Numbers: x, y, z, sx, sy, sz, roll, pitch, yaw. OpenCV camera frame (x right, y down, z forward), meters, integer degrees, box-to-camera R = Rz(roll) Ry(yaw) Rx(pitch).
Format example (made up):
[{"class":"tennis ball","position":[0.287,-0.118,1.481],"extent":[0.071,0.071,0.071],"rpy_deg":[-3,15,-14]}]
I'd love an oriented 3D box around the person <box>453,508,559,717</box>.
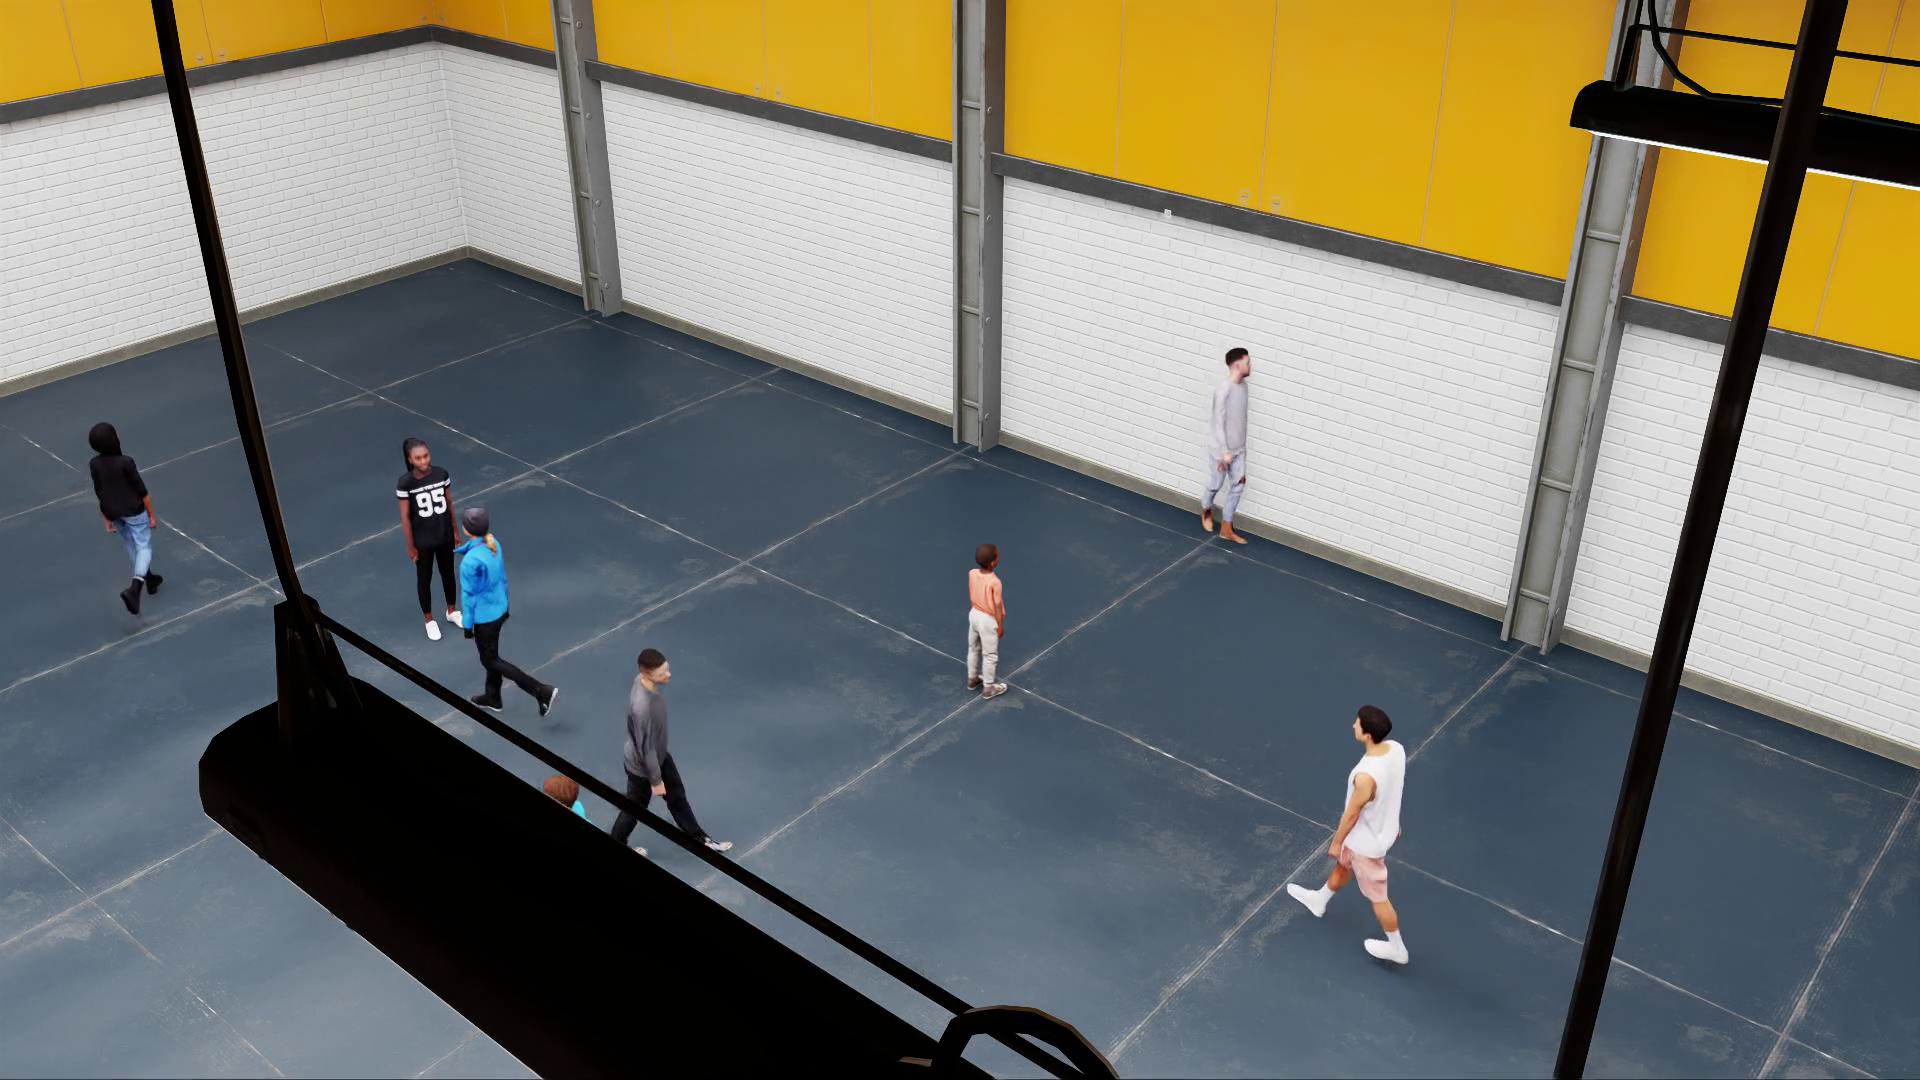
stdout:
[{"class":"person","position":[-3.456,0.601,12.469],"extent":[1.127,1.773,0.887],"rpy_deg":[8,30,15]}]

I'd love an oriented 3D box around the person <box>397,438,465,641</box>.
[{"class":"person","position":[-4.344,-0.029,13.671],"extent":[0.641,1.728,0.613],"rpy_deg":[-23,36,-36]}]

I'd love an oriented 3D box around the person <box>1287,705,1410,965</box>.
[{"class":"person","position":[2.585,1.858,10.206],"extent":[1.125,1.733,0.676],"rpy_deg":[20,35,33]}]

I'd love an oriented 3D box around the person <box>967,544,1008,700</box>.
[{"class":"person","position":[0.188,0.618,12.923],"extent":[0.551,1.308,0.425],"rpy_deg":[-25,37,-38]}]

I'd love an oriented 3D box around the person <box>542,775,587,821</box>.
[{"class":"person","position":[-2.282,2.035,10.191],"extent":[0.798,1.436,0.728],"rpy_deg":[1,29,1]}]

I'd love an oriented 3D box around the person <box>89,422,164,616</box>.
[{"class":"person","position":[-7.017,-0.161,13.971],"extent":[1.015,1.671,1.062],"rpy_deg":[-2,29,-4]}]

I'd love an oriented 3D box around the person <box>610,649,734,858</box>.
[{"class":"person","position":[-2.145,1.456,10.969],"extent":[1.183,1.710,1.076],"rpy_deg":[-2,29,-4]}]

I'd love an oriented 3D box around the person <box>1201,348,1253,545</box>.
[{"class":"person","position":[2.397,-0.887,15.170],"extent":[0.785,1.799,0.940],"rpy_deg":[-18,33,-29]}]
